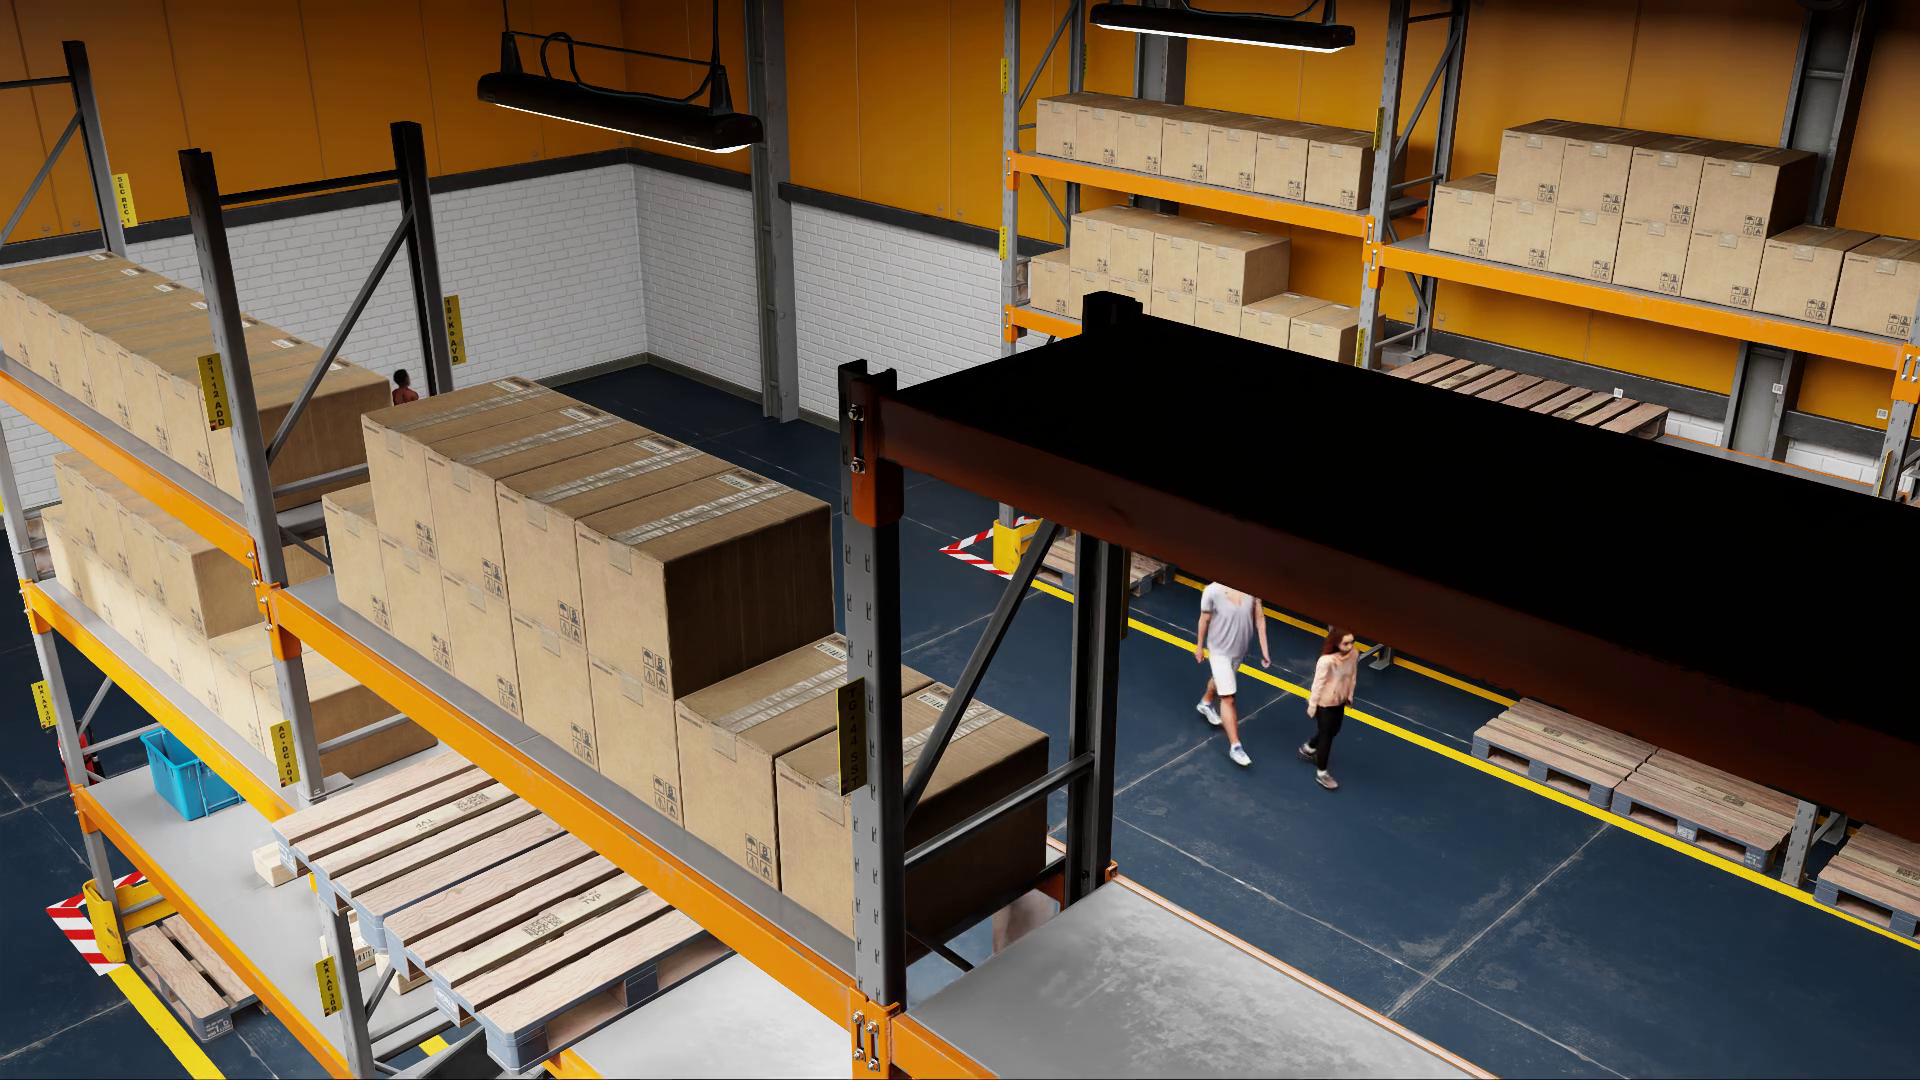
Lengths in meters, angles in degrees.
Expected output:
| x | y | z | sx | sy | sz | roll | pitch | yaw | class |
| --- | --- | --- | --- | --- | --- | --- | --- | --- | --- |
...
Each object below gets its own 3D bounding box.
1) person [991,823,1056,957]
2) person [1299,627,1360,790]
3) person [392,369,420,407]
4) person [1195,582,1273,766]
| x | y | z | sx | sy | sz | roll | pitch | yaw | class |
| --- | --- | --- | --- | --- | --- | --- | --- | --- | --- |
| 0.322 | 2.453 | 10.083 | 0.707 | 1.888 | 1.062 | -19 | 30 | -36 | person |
| 2.937 | 1.271 | 13.323 | 0.667 | 1.458 | 0.811 | -16 | 28 | -33 | person |
| -6.547 | -1.422 | 19.739 | 0.535 | 1.254 | 0.649 | 7 | 25 | 16 | person |
| 2.189 | 0.862 | 13.832 | 1.057 | 1.800 | 1.362 | -10 | 25 | -21 | person |
